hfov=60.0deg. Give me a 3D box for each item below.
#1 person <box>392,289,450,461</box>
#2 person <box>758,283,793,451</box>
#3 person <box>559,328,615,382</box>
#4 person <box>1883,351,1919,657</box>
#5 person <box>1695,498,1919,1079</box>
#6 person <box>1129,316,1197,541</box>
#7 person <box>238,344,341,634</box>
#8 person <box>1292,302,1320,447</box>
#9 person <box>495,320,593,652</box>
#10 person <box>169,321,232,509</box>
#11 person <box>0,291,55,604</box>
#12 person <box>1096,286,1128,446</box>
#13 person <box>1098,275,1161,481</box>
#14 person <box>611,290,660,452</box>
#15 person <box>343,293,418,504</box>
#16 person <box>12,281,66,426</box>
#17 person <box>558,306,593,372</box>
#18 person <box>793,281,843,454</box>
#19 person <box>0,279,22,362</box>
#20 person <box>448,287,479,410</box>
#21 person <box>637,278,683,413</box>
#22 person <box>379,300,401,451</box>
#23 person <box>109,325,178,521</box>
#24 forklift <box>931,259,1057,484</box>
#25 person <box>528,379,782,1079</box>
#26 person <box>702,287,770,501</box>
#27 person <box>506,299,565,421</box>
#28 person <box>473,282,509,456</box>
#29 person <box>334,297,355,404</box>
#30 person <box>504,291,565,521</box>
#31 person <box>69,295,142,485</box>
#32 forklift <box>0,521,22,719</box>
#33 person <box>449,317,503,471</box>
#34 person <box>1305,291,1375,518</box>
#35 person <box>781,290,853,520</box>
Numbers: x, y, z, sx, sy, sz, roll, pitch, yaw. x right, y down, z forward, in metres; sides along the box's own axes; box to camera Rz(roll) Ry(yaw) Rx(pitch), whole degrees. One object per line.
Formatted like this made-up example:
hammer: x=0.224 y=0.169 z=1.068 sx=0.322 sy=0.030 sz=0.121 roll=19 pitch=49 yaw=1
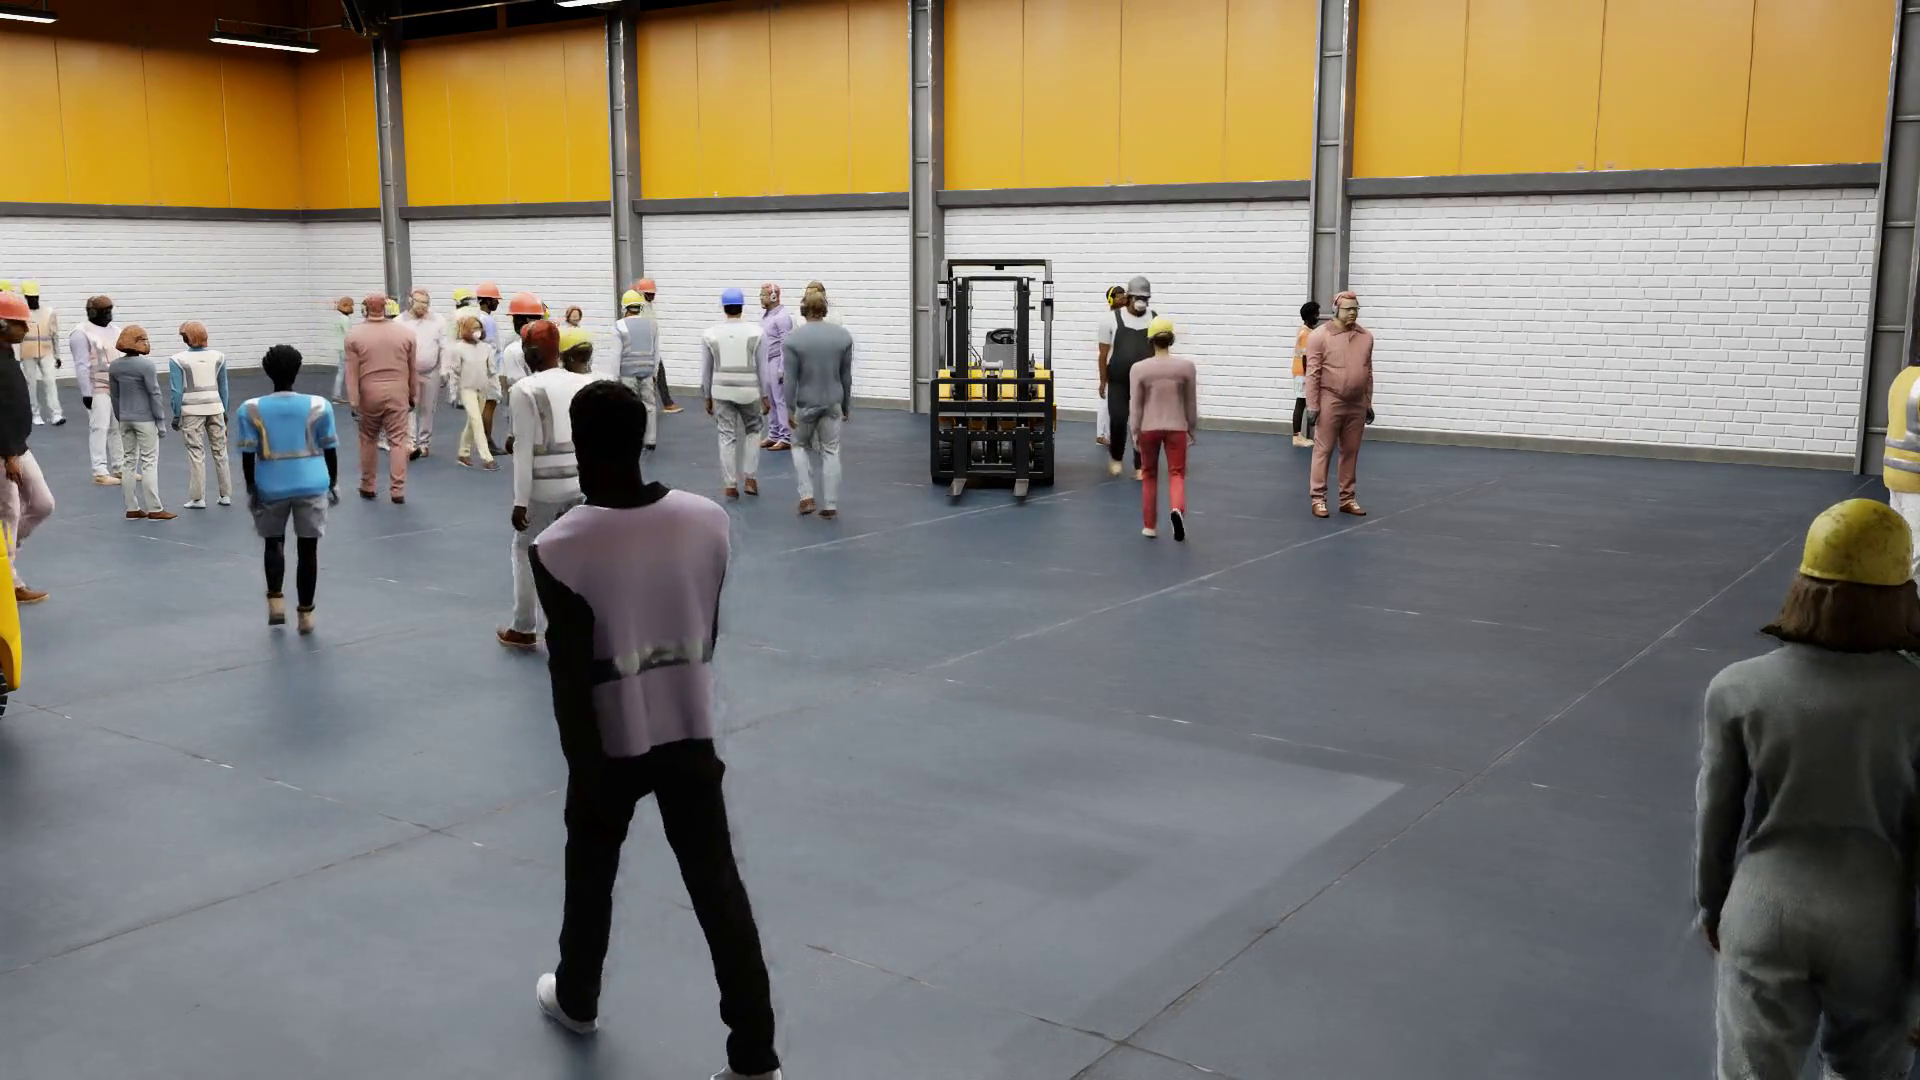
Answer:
person: x=-5.858 y=-1.788 z=18.072 sx=0.643 sy=1.852 sz=0.984 roll=-5 pitch=11 yaw=-26
person: x=-2.146 y=-1.974 z=19.023 sx=0.399 sy=1.908 sz=0.643 roll=-5 pitch=11 yaw=-28
person: x=-2.515 y=-0.538 z=11.019 sx=0.927 sy=1.705 sz=0.537 roll=8 pitch=13 yaw=41
person: x=5.316 y=-0.280 z=9.141 sx=0.430 sy=1.839 sz=0.619 roll=2 pitch=10 yaw=10
person: x=1.709 y=0.762 z=3.289 sx=0.495 sy=1.696 sz=0.888 roll=7 pitch=12 yaw=34
person: x=1.559 y=-0.843 z=12.755 sx=0.533 sy=1.743 sz=0.665 roll=0 pitch=10 yaw=2
person: x=-3.878 y=-0.292 z=9.671 sx=0.536 sy=1.682 sz=0.421 roll=-3 pitch=10 yaw=-16
person: x=4.029 y=-1.926 z=19.380 sx=0.318 sy=1.691 sz=0.529 roll=2 pitch=10 yaw=10
person: x=-2.248 y=-0.270 z=9.074 sx=0.915 sy=1.833 sz=0.640 roll=7 pitch=12 yaw=37
person: x=-6.630 y=-1.090 z=14.536 sx=0.309 sy=1.644 sz=0.512 roll=7 pitch=12 yaw=38
person: x=-5.955 y=-0.565 z=10.422 sx=0.439 sy=1.971 sz=0.611 roll=-2 pitch=10 yaw=-12
person: x=1.801 y=-2.046 z=19.561 sx=0.310 sy=1.868 sz=0.533 roll=5 pitch=11 yaw=30
person: x=1.716 y=-1.584 z=16.297 sx=0.707 sy=2.000 sz=0.536 roll=-1 pitch=10 yaw=-3
person: x=-3.660 y=-1.884 z=18.701 sx=0.591 sy=1.834 sz=0.404 roll=-7 pitch=12 yaw=-37
person: x=-5.231 y=-1.282 z=15.036 sx=0.647 sy=1.867 sz=0.918 roll=-5 pitch=11 yaw=-26
person: x=-12.009 y=-2.411 z=21.666 sx=0.611 sy=1.881 sz=0.938 roll=-9 pitch=13 yaw=-42
person: x=-4.930 y=-2.180 z=21.163 sx=0.535 sy=1.599 sz=0.855 roll=-7 pitch=12 yaw=-34
person: x=-1.618 y=-1.935 z=18.691 sx=0.629 sy=1.940 sz=0.373 roll=4 pitch=10 yaw=24
person: x=-13.435 y=-2.716 z=23.414 sx=0.624 sy=1.906 sz=0.442 roll=3 pitch=10 yaw=16
person: x=-7.056 y=-2.739 z=23.919 sx=0.811 sy=1.799 sz=0.598 roll=5 pitch=11 yaw=28
person: x=-4.533 y=-2.766 z=23.702 sx=1.082 sy=1.938 sz=0.600 roll=3 pitch=10 yaw=16
person: x=-6.372 y=-1.825 z=18.688 sx=0.907 sy=1.714 sz=0.534 roll=8 pitch=13 yaw=41
person: x=-6.826 y=-0.970 z=13.846 sx=0.497 sy=1.634 sz=0.279 roll=4 pitch=10 yaw=20
forklift: x=0.370 y=-1.738 z=16.759 sx=1.214 sy=2.155 sz=2.313 roll=1 pitch=10 yaw=3
person: x=-0.824 y=0.515 z=4.359 sx=0.576 sy=1.865 sz=1.048 roll=-7 pitch=12 yaw=-36
person: x=-2.025 y=-1.322 z=15.071 sx=0.636 sy=1.921 sz=0.585 roll=0 pitch=10 yaw=2
person: x=-3.648 y=-1.188 z=14.518 sx=0.563 sy=1.842 sz=0.574 roll=-7 pitch=12 yaw=-35
person: x=-5.242 y=-1.900 z=18.531 sx=0.384 sy=1.930 sz=0.541 roll=-5 pitch=11 yaw=-27
person: x=-9.193 y=-2.871 z=25.262 sx=0.754 sy=1.602 sz=0.516 roll=-4 pitch=10 yaw=-22
person: x=-3.141 y=-0.848 z=12.216 sx=0.374 sy=1.939 sz=0.545 roll=5 pitch=11 yaw=29
person: x=-8.286 y=-1.449 z=16.123 sx=0.429 sy=1.833 sz=0.629 roll=2 pitch=10 yaw=12
forklift: x=-5.296 y=-0.090 z=6.943 sx=1.214 sy=2.155 sz=2.313 roll=7 pitch=12 yaw=35
person: x=-5.046 y=-1.528 z=17.304 sx=0.852 sy=1.587 sz=0.514 roll=8 pitch=12 yaw=38
person: x=3.232 y=-1.142 z=14.069 sx=0.654 sy=1.905 sz=0.408 roll=-3 pitch=10 yaw=-20
person: x=-1.196 y=-1.120 z=13.910 sx=0.640 sy=1.921 sz=0.542 roll=-4 pitch=10 yaw=-21
